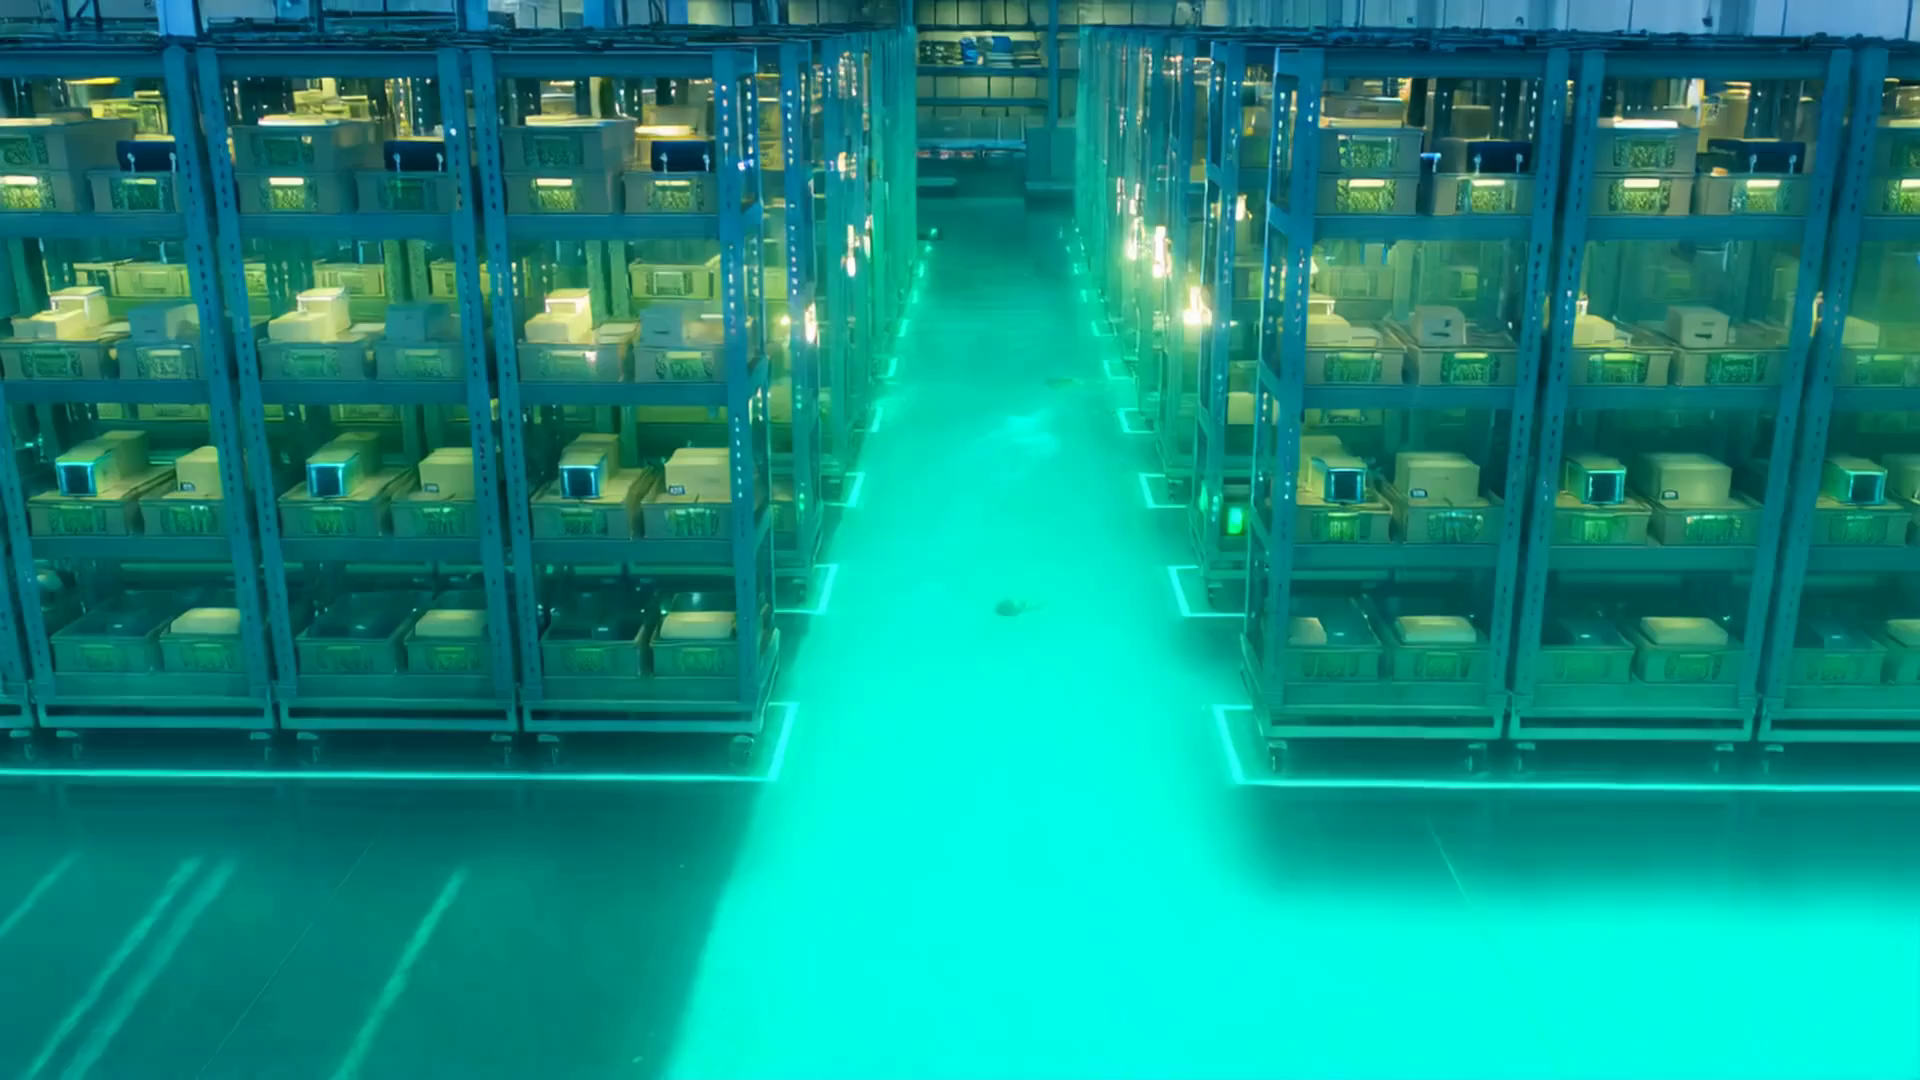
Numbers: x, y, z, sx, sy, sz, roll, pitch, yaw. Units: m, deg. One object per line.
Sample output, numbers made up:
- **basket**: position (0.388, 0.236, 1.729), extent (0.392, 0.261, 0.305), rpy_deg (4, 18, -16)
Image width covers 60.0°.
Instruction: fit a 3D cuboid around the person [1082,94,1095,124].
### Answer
- **person**: position (3.323, -10.501, 42.587), extent (0.610, 1.985, 0.413), rpy_deg (-1, 17, -4)
